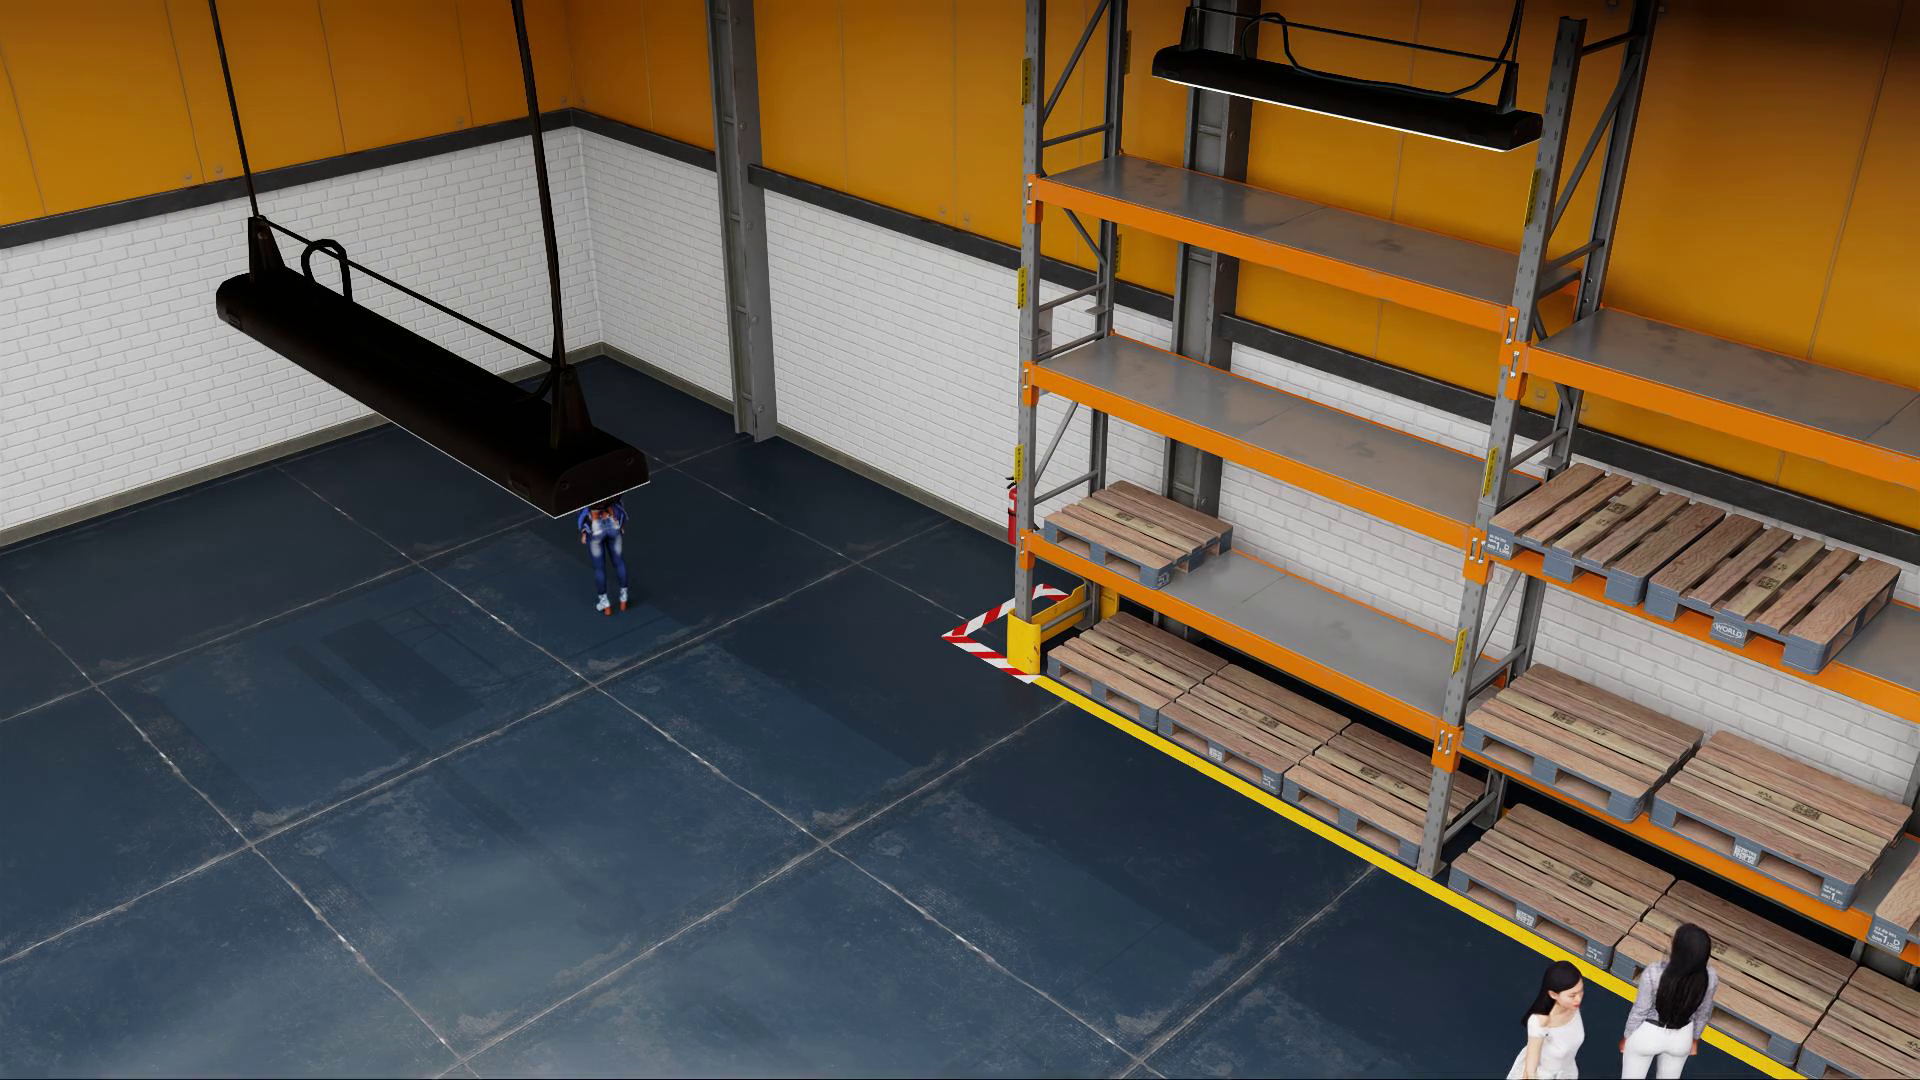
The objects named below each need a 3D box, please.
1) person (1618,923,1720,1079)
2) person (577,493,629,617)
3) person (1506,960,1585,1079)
[{"bbox_3d":[3.958,2.832,9.407,0.665,1.721,0.736,1,29,3],"label":"person"},{"bbox_3d":[-3.187,-0.082,14.859,0.669,1.616,0.647,-14,32,-24],"label":"person"},{"bbox_3d":[3.152,2.995,9.051,0.653,1.775,0.639,-23,36,-35],"label":"person"}]
